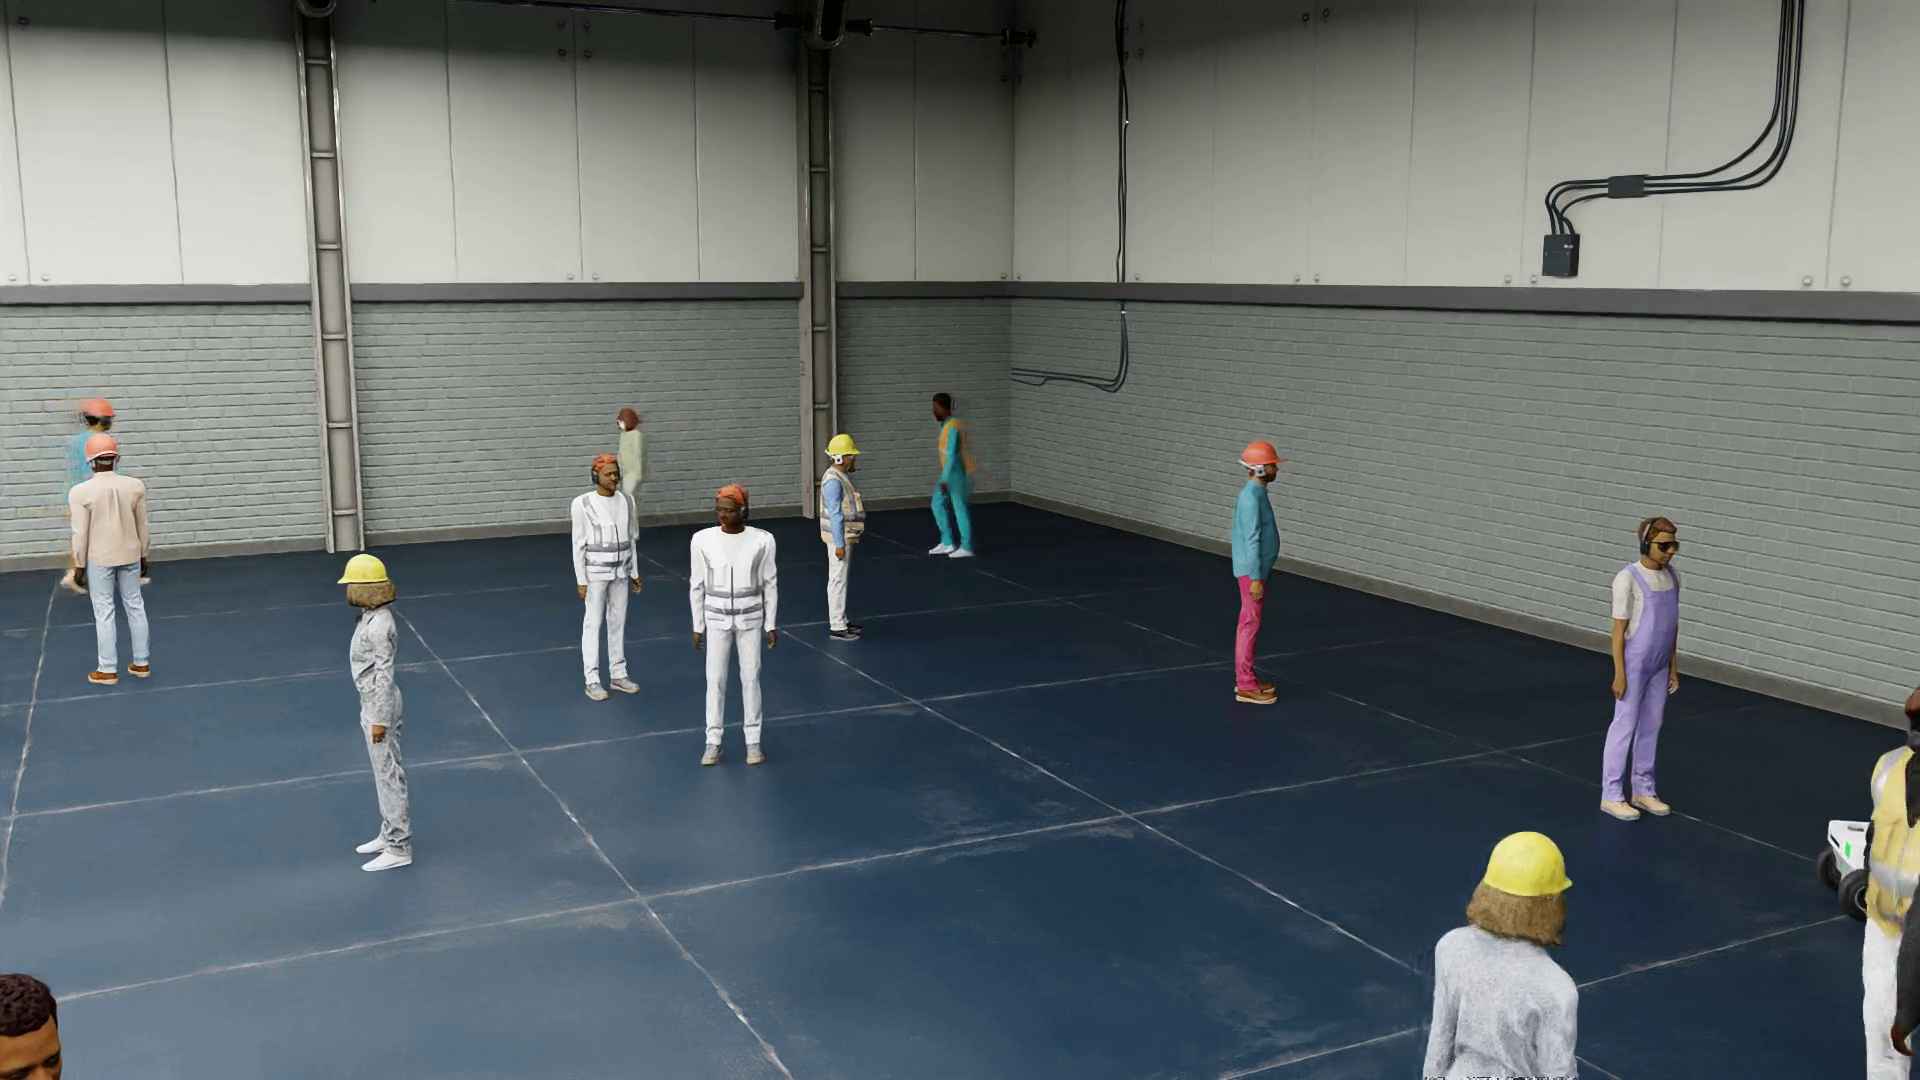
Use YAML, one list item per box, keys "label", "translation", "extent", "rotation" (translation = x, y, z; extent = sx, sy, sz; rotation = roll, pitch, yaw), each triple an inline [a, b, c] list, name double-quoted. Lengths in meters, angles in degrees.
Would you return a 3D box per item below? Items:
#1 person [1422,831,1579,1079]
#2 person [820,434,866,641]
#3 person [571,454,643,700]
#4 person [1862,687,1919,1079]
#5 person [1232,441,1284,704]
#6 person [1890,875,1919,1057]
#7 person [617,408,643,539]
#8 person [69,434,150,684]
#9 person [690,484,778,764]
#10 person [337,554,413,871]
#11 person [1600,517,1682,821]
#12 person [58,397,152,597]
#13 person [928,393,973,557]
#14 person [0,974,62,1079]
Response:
- label: "person"
  translation: [1.442, 1.676, 4.683]
  extent: [0.676, 1.725, 0.493]
  rotation: [-5, 10, -28]
- label: "person"
  translation: [-1.043, -0.028, 14.842]
  extent: [0.404, 1.833, 0.590]
  rotation: [0, 9, 1]
- label: "person"
  translation: [-2.713, 0.275, 12.818]
  extent: [0.355, 1.883, 0.574]
  rotation: [8, 12, 42]
- label: "person"
  translation: [3.588, 1.401, 6.051]
  extent: [0.667, 1.828, 0.632]
  rotation: [-4, 10, -23]
- label: "person"
  translation: [2.261, 0.237, 12.701]
  extent: [0.374, 1.997, 0.614]
  rotation: [2, 9, 10]
- label: "person"
  translation: [3.158, 1.540, 5.031]
  extent: [0.648, 1.886, 0.625]
  rotation: [7, 12, 39]
- label: "person"
  translation: [-4.048, -0.781, 20.122]
  extent: [0.397, 1.623, 0.543]
  rotation: [-6, 11, -33]
- label: "person"
  translation: [-6.764, 0.148, 13.257]
  extent: [0.376, 1.995, 0.612]
  rotation: [6, 11, 34]
- label: "person"
  translation: [-1.499, 0.560, 11.067]
  extent: [0.574, 1.881, 0.358]
  rotation: [-1, 9, -4]
- label: "person"
  translation: [-3.223, 0.940, 9.154]
  extent: [0.305, 1.743, 0.494]
  rotation: [-4, 10, -23]
- label: "person"
  translation: [4.095, 0.765, 9.964]
  extent: [0.501, 1.838, 0.341]
  rotation: [-5, 10, -28]
- label: "person"
  translation: [-8.746, -0.437, 16.845]
  extent: [0.618, 2.012, 0.982]
  rotation: [6, 11, 32]
- label: "person"
  translation: [-0.129, -0.739, 19.028]
  extent: [0.622, 1.886, 0.626]
  rotation: [-2, 9, -14]
- label: "person"
  translation: [-1.878, 1.790, 3.380]
  extent: [0.392, 1.919, 0.592]
  rotation: [4, 10, 25]
